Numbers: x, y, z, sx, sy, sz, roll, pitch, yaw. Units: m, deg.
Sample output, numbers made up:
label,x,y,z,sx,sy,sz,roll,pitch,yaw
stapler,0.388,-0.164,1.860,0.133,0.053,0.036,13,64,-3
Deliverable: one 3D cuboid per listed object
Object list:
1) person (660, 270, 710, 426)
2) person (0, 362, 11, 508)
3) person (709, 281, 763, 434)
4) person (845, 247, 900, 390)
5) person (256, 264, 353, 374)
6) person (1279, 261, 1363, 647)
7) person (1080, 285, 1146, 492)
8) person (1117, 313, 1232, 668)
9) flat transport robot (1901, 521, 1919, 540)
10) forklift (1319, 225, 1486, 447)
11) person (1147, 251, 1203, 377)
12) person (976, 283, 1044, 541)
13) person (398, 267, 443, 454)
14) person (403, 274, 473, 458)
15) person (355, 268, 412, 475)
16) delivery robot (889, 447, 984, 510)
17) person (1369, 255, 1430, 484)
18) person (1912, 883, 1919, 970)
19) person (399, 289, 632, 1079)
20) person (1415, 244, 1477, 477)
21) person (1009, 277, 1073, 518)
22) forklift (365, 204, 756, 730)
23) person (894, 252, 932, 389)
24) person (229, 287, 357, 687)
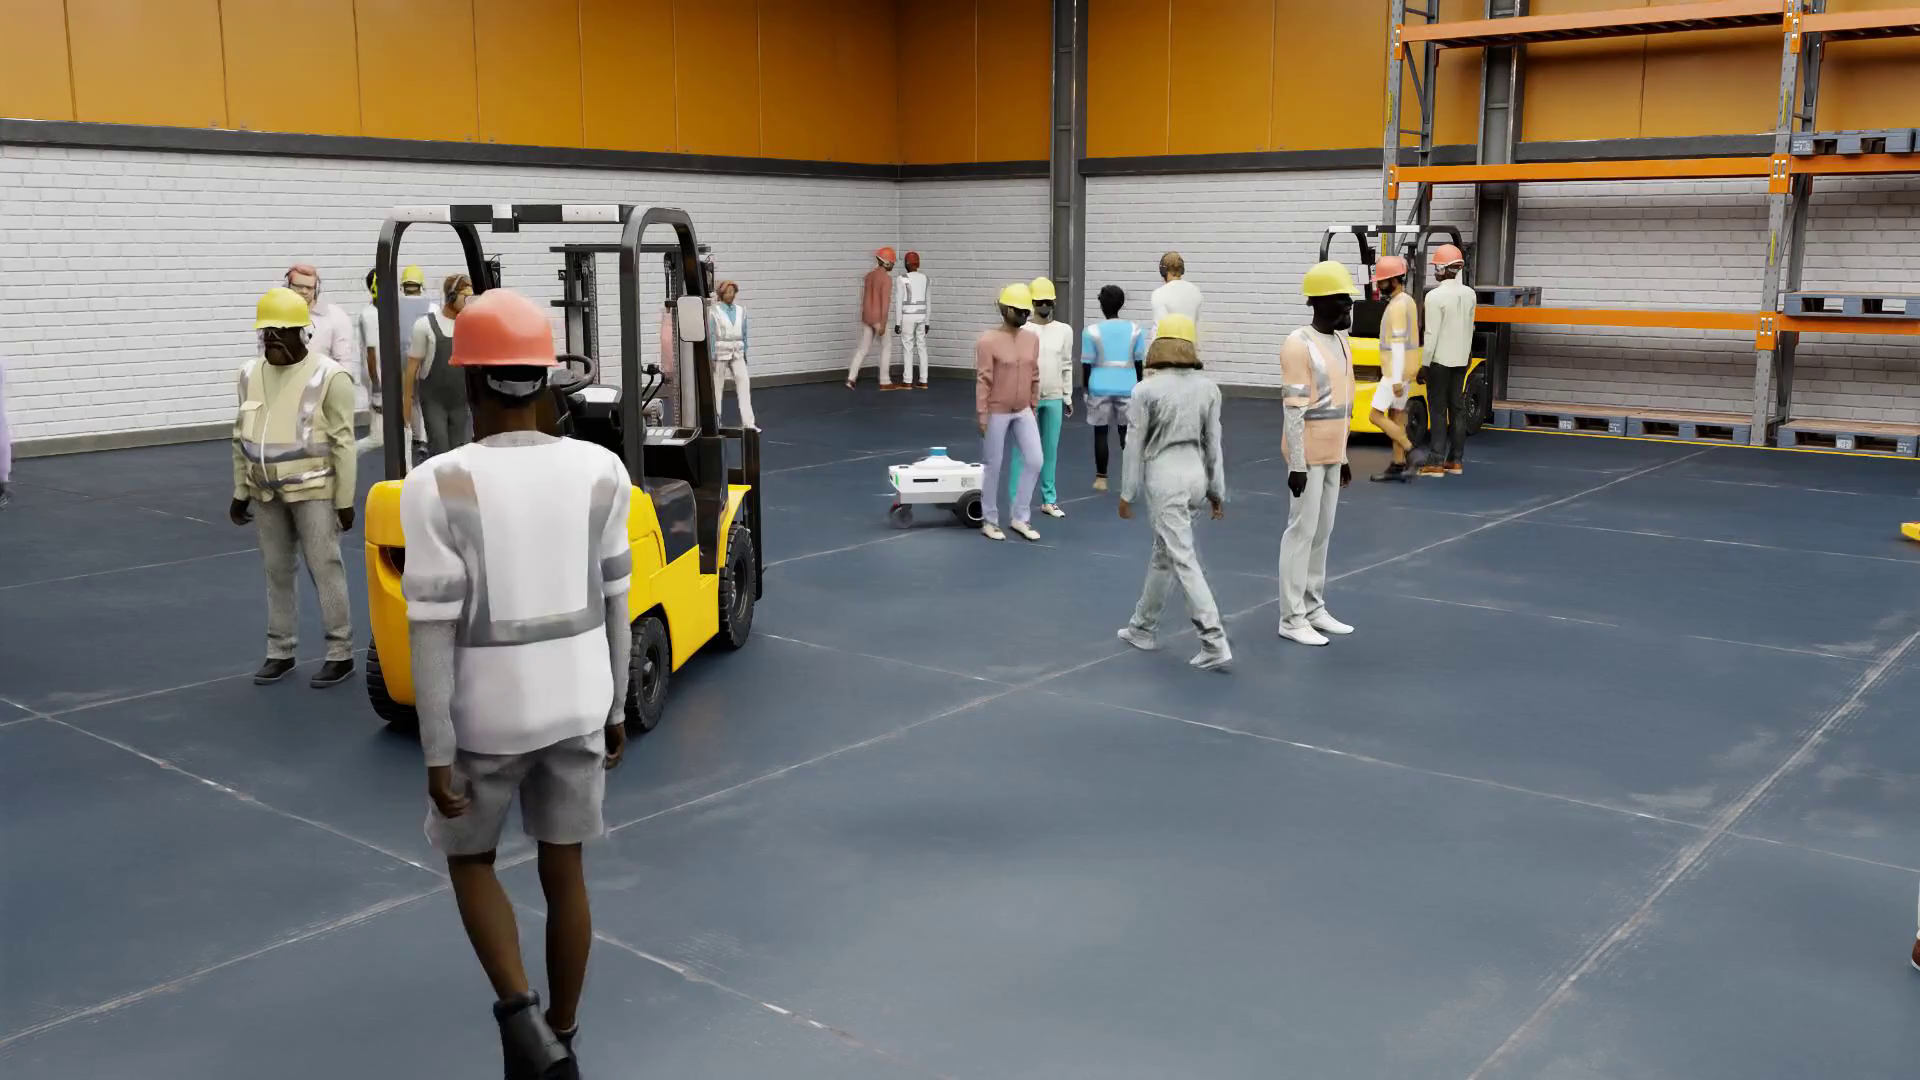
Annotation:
label,x,y,z,sx,sy,sz,roll,pitch,yaw
person,-2.484,-1.572,14.796,0.432,1.894,0.670,3,11,16
person,-4.811,-0.308,7.857,0.719,1.888,0.649,9,14,41
person,-2.355,-1.866,17.226,0.552,1.607,0.764,-9,13,-40
person,-1.195,-2.975,22.476,0.771,1.955,0.632,-8,13,-37
person,-4.439,-0.915,11.247,0.648,1.863,0.939,-2,10,-12
person,1.825,-0.441,8.446,0.356,1.930,0.592,7,13,36
person,1.227,-1.196,13.291,0.547,1.683,0.512,-2,10,-9
person,1.051,-0.241,8.038,0.502,1.685,0.875,-6,12,-30
flat transport robot,7.105,-0.064,10.959,1.431,0.197,0.652,1,10,5
forklift,4.449,-2.115,16.993,1.214,2.155,2.313,8,13,38
person,1.920,-1.625,14.997,0.627,1.936,0.375,-10,14,-44
person,0.353,-0.847,11.204,0.560,1.737,0.597,-7,12,-33
person,-5.212,-1.728,15.998,0.613,1.783,0.946,-3,11,-14
person,-3.533,-0.919,11.444,0.497,1.802,0.545,8,13,38
person,-4.528,-1.177,12.818,0.802,1.843,0.498,0,10,3
delivery robot,-0.147,-0.422,11.898,0.707,0.478,0.477,-1,10,-8
person,3.620,-1.394,13.796,0.481,1.910,0.572,6,12,28
person,2.865,0.308,4.481,0.513,1.867,0.328,-5,11,-24
person,-0.987,0.396,3.822,0.545,1.925,0.495,-7,12,-32
person,4.184,-1.545,14.382,0.611,1.996,0.379,-7,13,-35
person,0.590,-1.030,12.169,0.527,1.768,0.331,-3,11,-17
forklift,-1.766,-0.406,7.525,1.214,2.155,2.313,1,10,7
person,-0.641,-2.998,22.777,0.572,1.879,0.348,-8,13,-37
person,-3.040,-0.233,7.595,0.595,1.826,0.404,3,11,15
